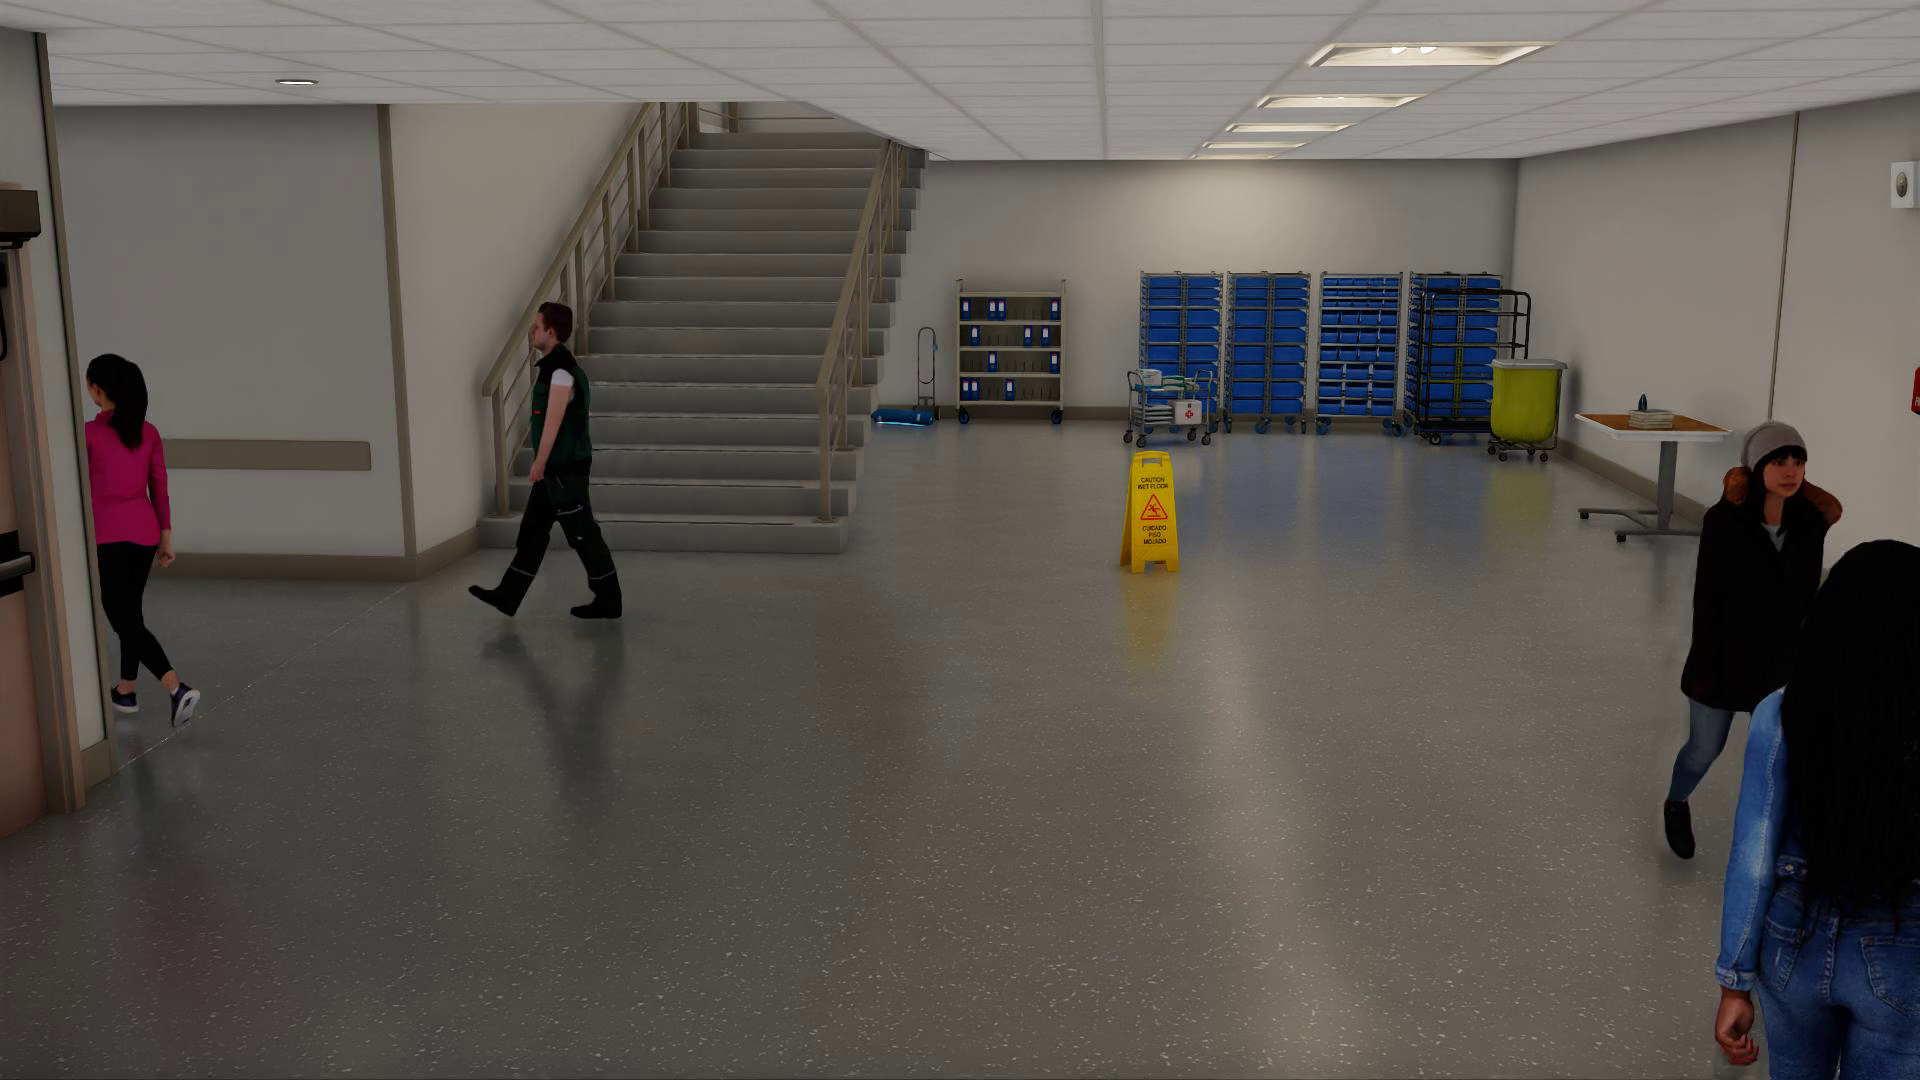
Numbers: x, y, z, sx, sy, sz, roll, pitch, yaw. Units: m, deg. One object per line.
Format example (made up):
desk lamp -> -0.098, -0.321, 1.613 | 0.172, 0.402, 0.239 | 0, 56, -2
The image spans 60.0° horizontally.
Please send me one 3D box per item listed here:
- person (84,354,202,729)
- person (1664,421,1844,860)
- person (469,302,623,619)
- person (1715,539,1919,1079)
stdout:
person -> -3.690, 0.039, 7.416 | 0.961, 1.672, 1.121 | 6, 12, 30
person -> 2.625, 0.411, 5.638 | 0.623, 1.606, 1.036 | 1, 11, 6
person -> -2.168, -0.402, 9.402 | 0.947, 1.799, 1.102 | -3, 11, -15
person -> 1.598, 0.893, 2.983 | 0.933, 1.648, 1.280 | 6, 12, 28
